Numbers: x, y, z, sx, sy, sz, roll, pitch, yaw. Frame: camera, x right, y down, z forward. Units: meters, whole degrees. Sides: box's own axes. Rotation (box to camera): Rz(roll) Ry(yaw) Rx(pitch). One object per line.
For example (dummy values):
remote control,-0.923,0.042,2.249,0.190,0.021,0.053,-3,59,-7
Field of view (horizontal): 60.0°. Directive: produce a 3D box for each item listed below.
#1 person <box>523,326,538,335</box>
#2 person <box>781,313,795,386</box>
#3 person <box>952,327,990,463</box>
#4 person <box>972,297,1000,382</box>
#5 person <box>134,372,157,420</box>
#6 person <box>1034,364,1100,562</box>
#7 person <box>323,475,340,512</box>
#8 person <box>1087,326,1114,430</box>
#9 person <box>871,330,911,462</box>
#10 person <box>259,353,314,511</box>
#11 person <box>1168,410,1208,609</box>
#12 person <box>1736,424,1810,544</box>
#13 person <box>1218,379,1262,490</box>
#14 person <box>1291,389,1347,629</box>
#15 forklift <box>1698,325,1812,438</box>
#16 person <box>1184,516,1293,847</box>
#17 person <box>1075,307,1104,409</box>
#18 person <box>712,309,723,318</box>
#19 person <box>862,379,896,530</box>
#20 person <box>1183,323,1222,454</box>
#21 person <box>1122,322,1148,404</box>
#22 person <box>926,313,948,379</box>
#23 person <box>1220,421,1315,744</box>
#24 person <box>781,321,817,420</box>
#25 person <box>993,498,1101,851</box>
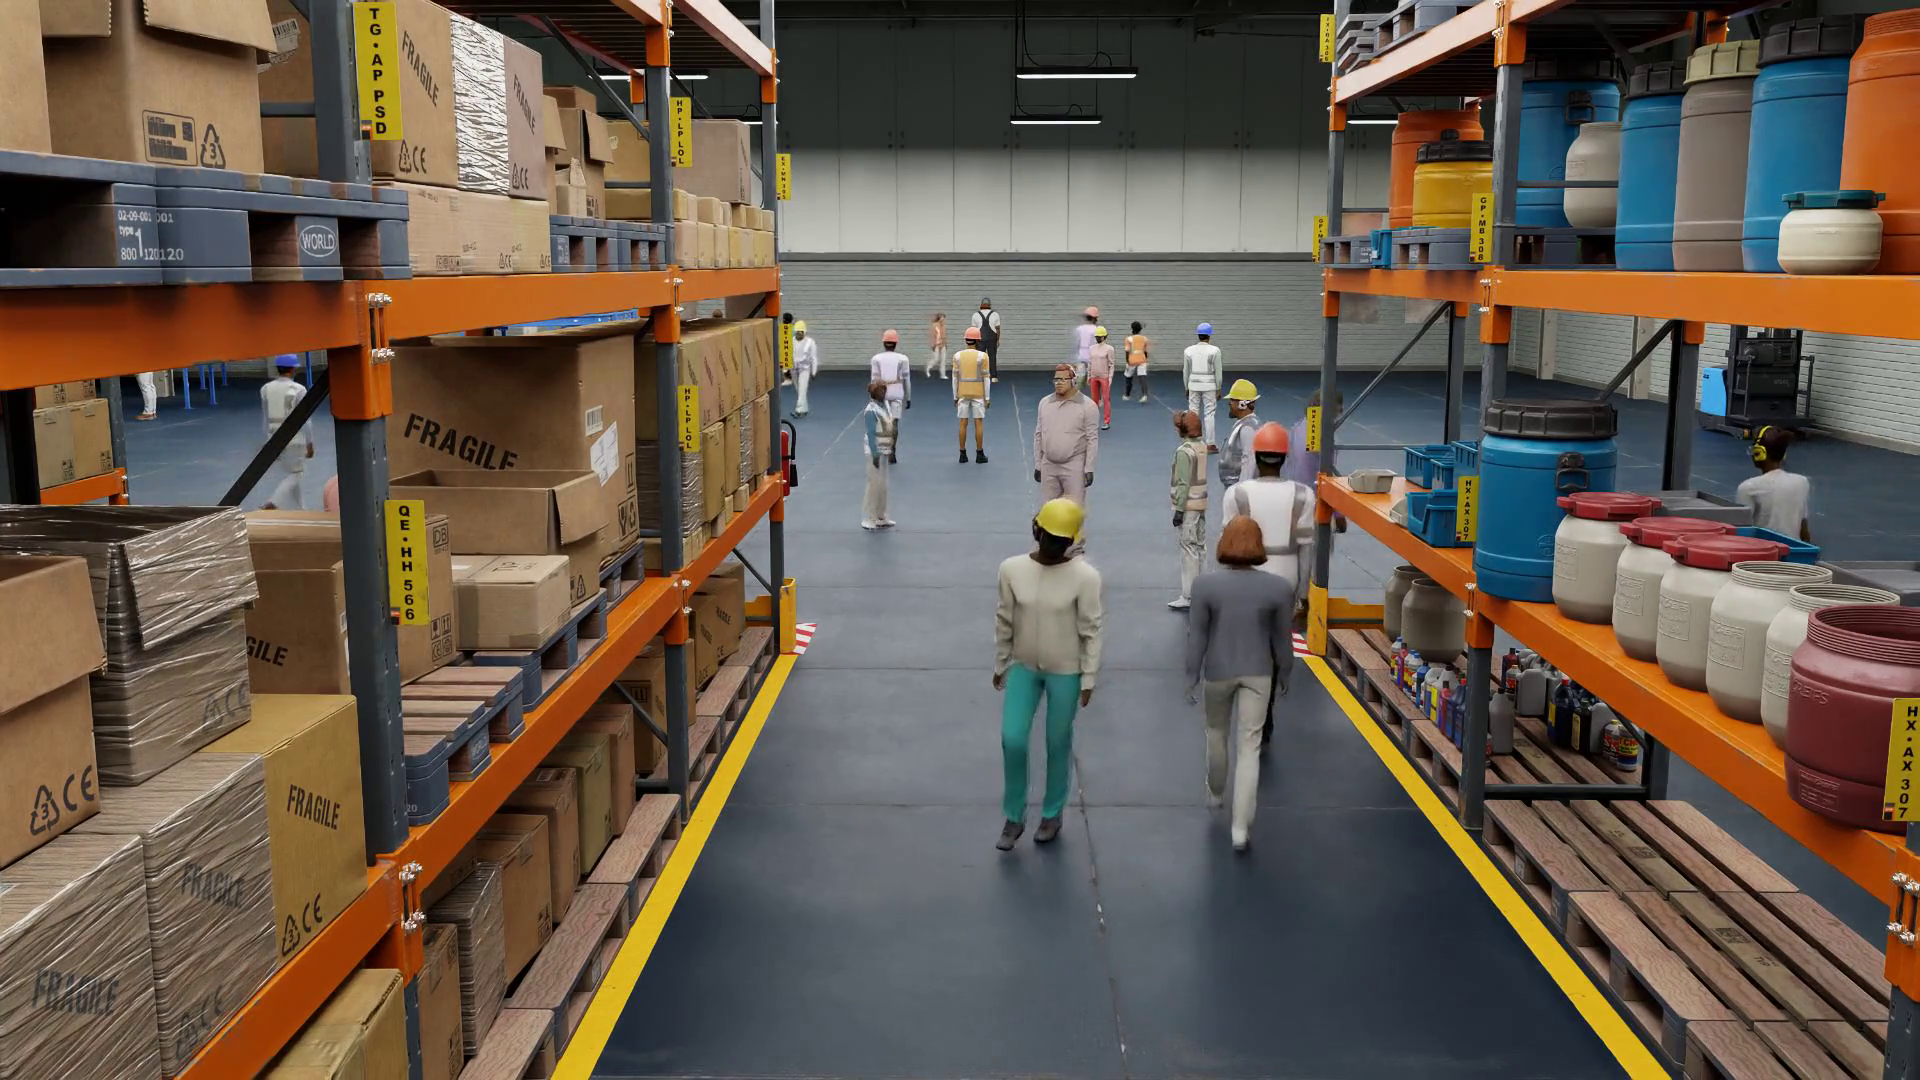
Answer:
person,-10.603,-4.826,41.173,0.287,1.631,0.501,5,11,28
person,-3.980,-4.405,38.467,0.338,1.697,0.572,2,10,11
person,0.172,-2.077,23.794,0.553,1.935,0.362,3,10,16
person,0.628,-4.784,39.827,0.683,2.000,0.538,1,9,4
person,-14.897,-3.165,30.307,0.372,1.940,0.627,-2,10,-9
person,0.969,-0.690,15.580,0.638,1.909,0.408,5,11,28
person,-3.482,0.268,9.841,0.638,1.909,0.408,1,10,6
person,2.404,-2.788,28.571,0.522,1.768,0.313,7,12,36
person,-0.998,-2.081,23.998,0.563,1.886,1.005,0,9,1
person,-7.263,-1.082,17.895,0.621,1.922,0.829,4,10,24
person,1.898,-0.254,13.772,0.311,1.636,0.521,5,11,27
person,4.988,0.191,10.492,0.573,1.836,0.823,-3,10,-19
person,2.463,-0.488,14.587,0.403,1.835,0.588,2,10,10
person,2.752,-0.237,12.849,0.468,1.905,0.659,-1,9,-3
forklift,13.248,-3.165,27.620,1.129,2.768,1.873,0,9,1
person,1.396,0.667,8.352,0.526,1.588,0.845,1,10,8
person,2.535,-3.510,32.231,0.611,1.987,1.052,7,11,34
person,-5.259,-4.111,36.263,0.619,1.845,0.430,-3,10,-17
person,-0.883,-0.921,17.836,0.331,1.618,0.604,2,10,14
person,3.653,-2.283,24.992,0.602,1.949,0.391,5,11,28
person,3.584,-3.602,33.787,0.541,1.651,0.896,-3,10,-18
person,-0.545,-4.759,40.802,0.517,1.623,0.532,9,13,42
person,1.827,0.255,9.915,0.548,1.915,0.831,1,10,4
person,-2.949,-3.099,30.410,0.595,1.776,0.958,4,10,22
person,0.388,0.656,8.037,0.564,1.723,0.629,3,10,19
